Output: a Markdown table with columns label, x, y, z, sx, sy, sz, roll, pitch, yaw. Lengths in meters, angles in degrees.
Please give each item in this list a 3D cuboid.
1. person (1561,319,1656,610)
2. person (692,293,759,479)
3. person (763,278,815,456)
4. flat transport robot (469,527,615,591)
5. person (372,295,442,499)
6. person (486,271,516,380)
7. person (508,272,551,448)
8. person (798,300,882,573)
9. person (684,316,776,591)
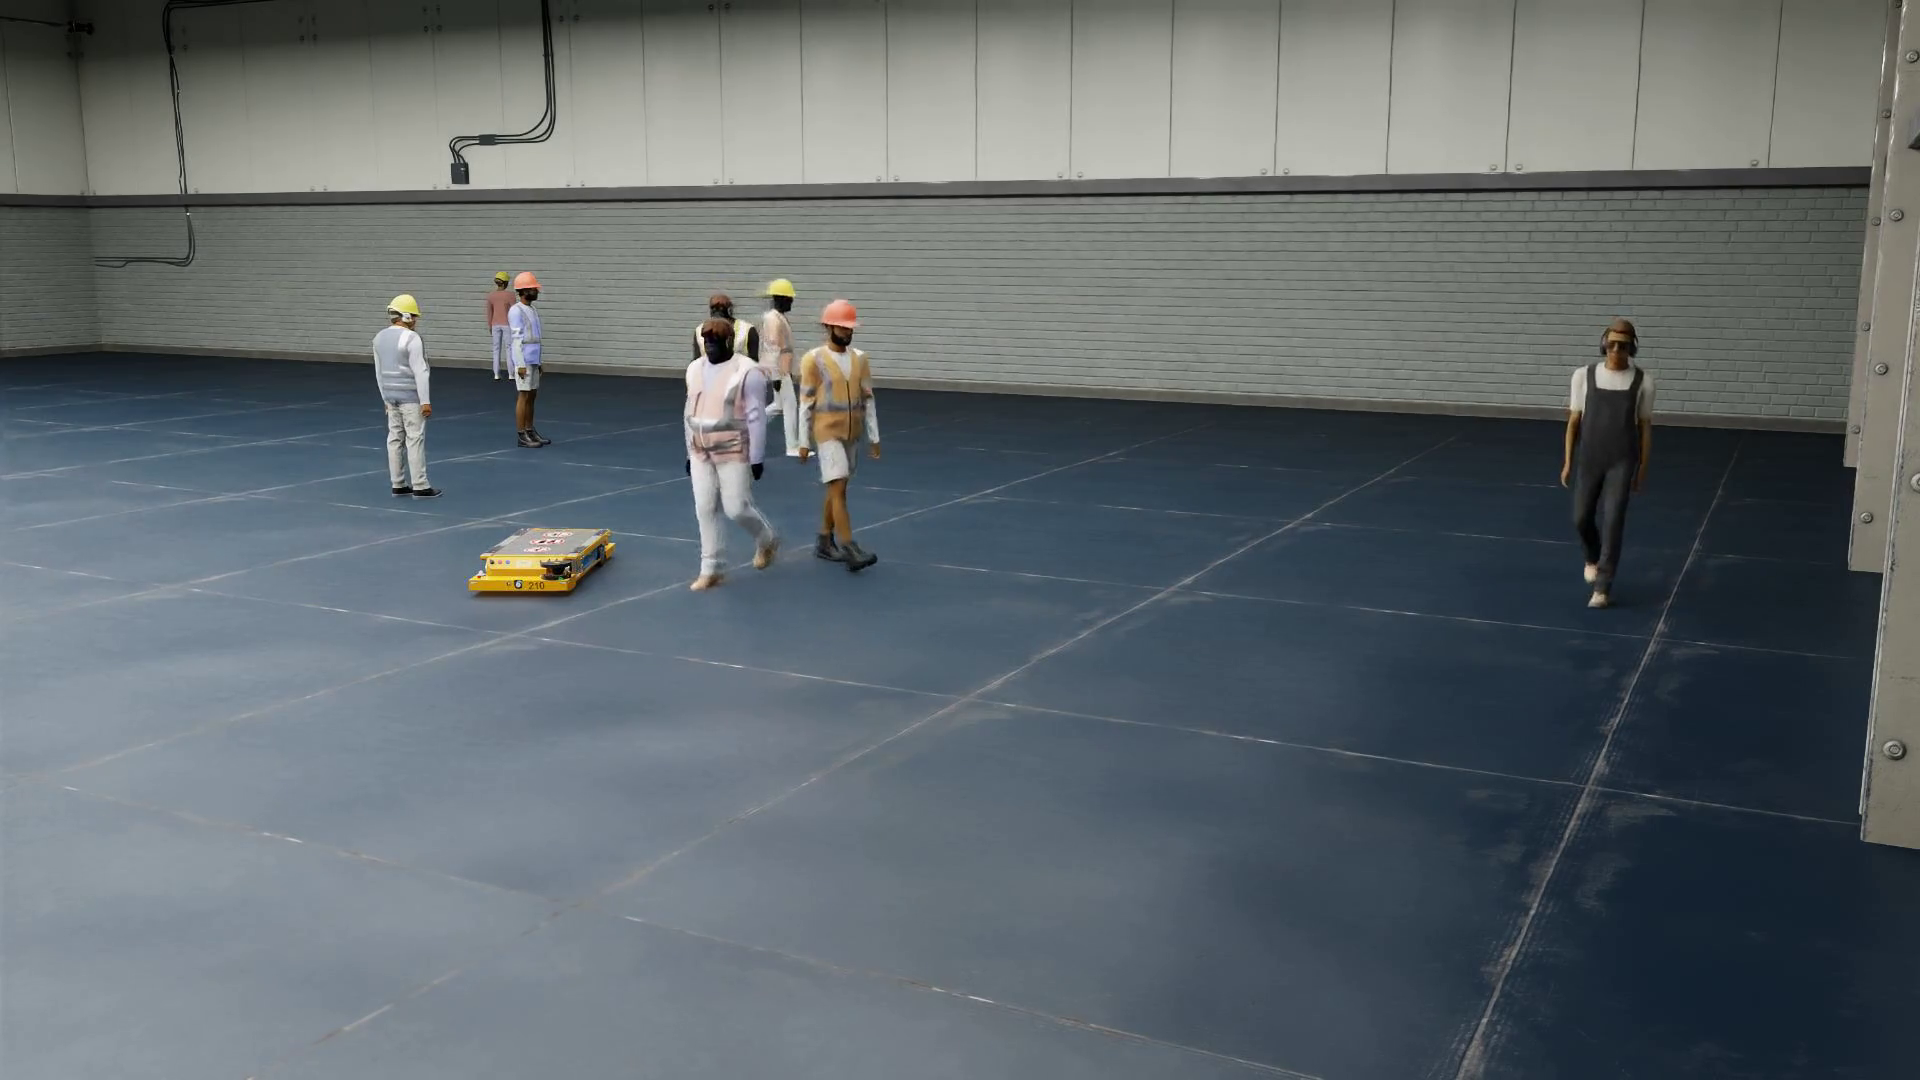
| label | x | y | z | sx | sy | sz | roll | pitch | yaw |
| --- | --- | --- | --- | --- | --- | --- | --- | --- | --- |
| person | 4.134 | -0.496 | 10.633 | 0.531 | 1.833 | 0.634 | 5 | 12 | 26 |
| person | -2.170 | -1.373 | 15.422 | 0.646 | 1.825 | 0.469 | 1 | 10 | 5 |
| person | -1.965 | -1.821 | 17.651 | 0.745 | 1.904 | 0.591 | -1 | 10 | -6 |
| flat transport robot | -2.869 | 0.118 | 11.529 | 0.652 | 0.197 | 1.431 | 0 | 10 | 1 |
| person | -4.947 | -1.273 | 14.885 | 0.589 | 1.822 | 0.403 | 6 | 12 | 30 |
| person | -7.420 | -3.475 | 27.046 | 0.532 | 1.767 | 0.328 | 2 | 11 | 12 |
| person | -4.800 | -2.000 | 18.519 | 0.345 | 1.942 | 0.547 | 1 | 10 | 6 |
| person | -0.792 | -0.732 | 11.735 | 0.565 | 1.892 | 0.893 | -9 | 14 | -41 |
| person | -1.551 | -0.587 | 11.154 | 0.631 | 1.828 | 0.662 | 6 | 12 | 29 |
